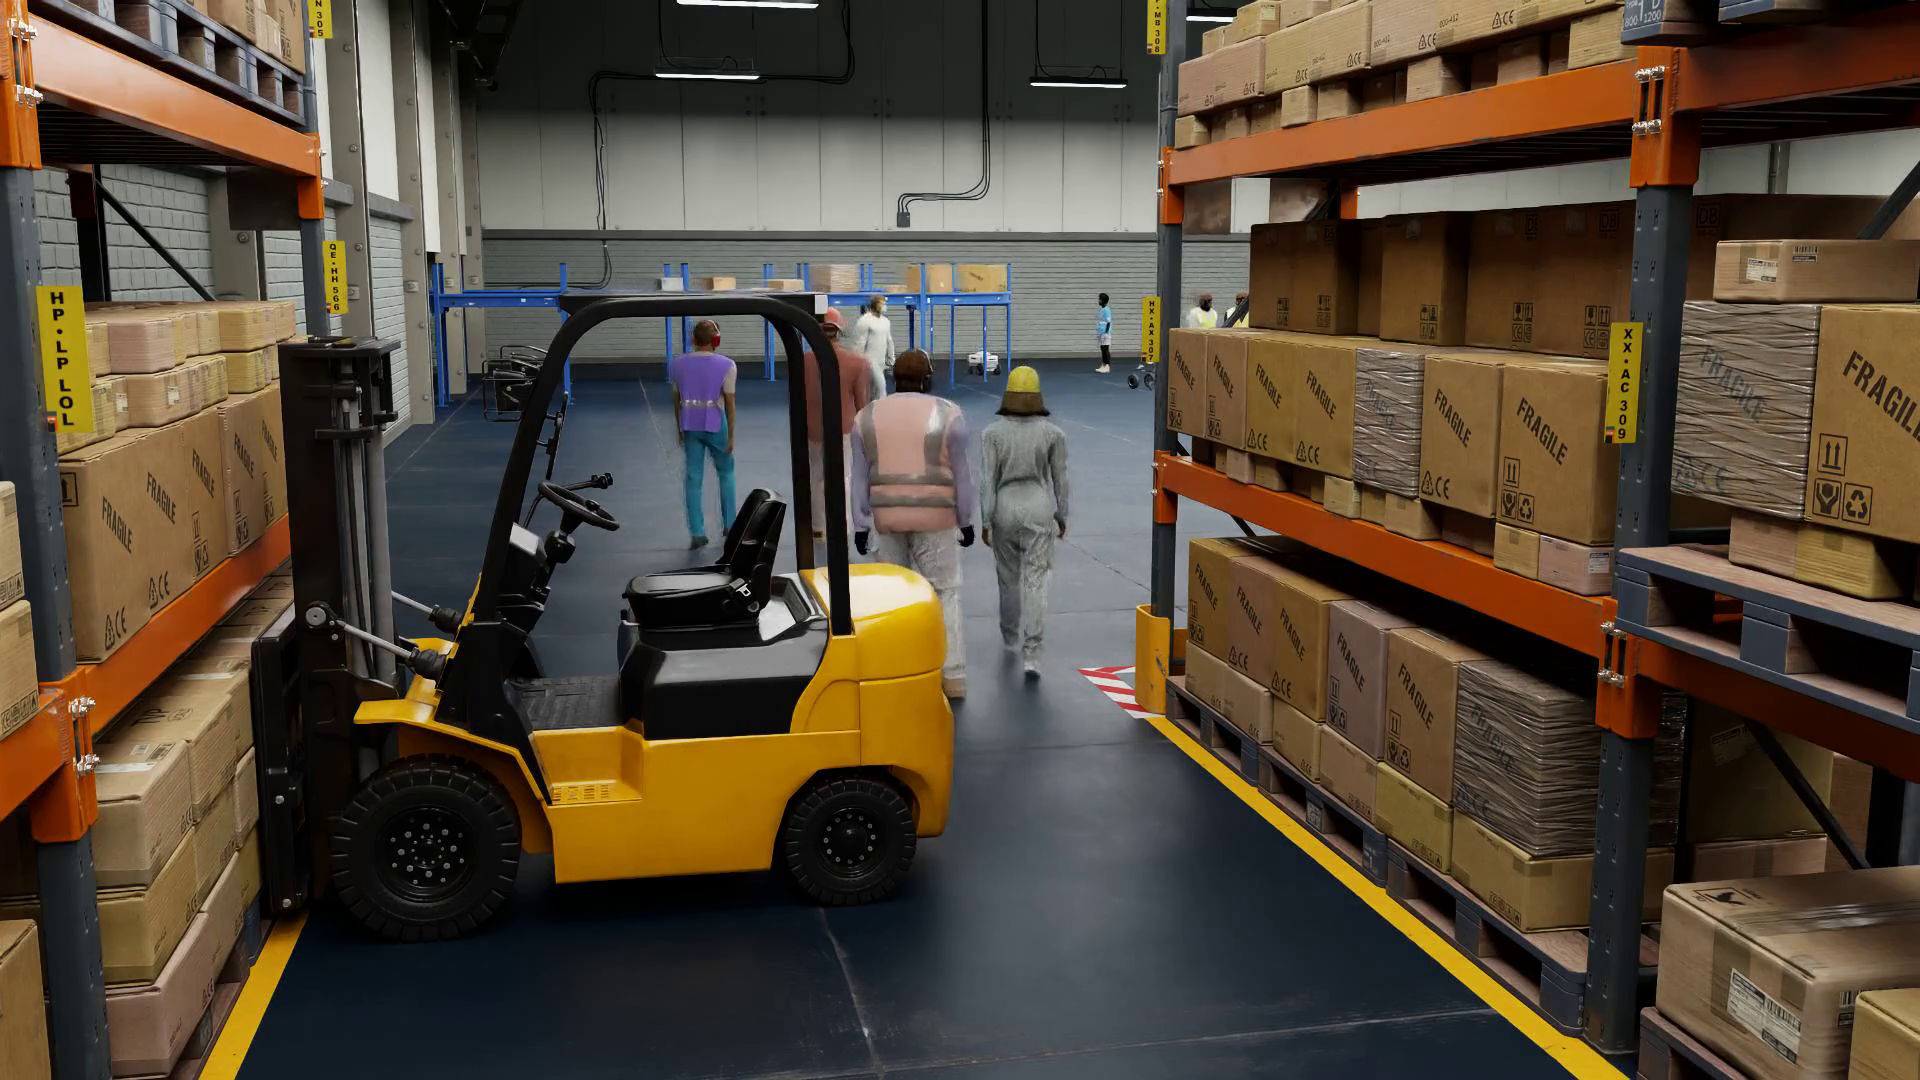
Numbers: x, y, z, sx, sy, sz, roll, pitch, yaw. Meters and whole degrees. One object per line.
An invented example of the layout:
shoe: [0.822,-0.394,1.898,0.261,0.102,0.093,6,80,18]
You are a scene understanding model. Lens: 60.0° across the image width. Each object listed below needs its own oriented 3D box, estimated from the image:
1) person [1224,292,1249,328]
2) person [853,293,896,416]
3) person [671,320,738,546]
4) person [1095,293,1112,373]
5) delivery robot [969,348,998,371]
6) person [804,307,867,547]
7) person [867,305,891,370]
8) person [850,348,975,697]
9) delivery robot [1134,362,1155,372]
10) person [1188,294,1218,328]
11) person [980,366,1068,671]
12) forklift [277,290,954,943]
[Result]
person: [4.659,-3.183,27.554,0.637,1.842,0.429,2,10,12]
person: [-1.104,-2.406,22.675,1.066,1.880,0.647,5,11,30]
person: [-2.054,-0.888,13.648,0.573,1.816,0.799,2,9,9]
person: [3.075,-4.428,35.620,0.318,1.693,0.588,-2,10,-13]
delivery robot: [0.489,-3.791,35.016,0.477,0.478,0.707,-6,11,-31]
person: [-1.032,-0.888,13.295,0.629,1.941,1.028,-1,9,-8]
person: [-1.807,-4.487,36.189,0.714,1.604,0.533,3,10,15]
person: [-0.256,-0.083,8.730,0.650,1.834,0.436,3,10,19]
delivery robot: [3.544,-3.252,30.943,0.335,0.223,0.698,-7,12,-36]
person: [4.254,-3.419,29.176,0.629,1.791,0.988,-5,11,-28]
person: [0.362,-0.138,9.432,0.500,1.689,0.921,0,9,-1]
forklift: [-1.179,0.175,6.143,2.313,2.155,1.214,-2,10,-12]
